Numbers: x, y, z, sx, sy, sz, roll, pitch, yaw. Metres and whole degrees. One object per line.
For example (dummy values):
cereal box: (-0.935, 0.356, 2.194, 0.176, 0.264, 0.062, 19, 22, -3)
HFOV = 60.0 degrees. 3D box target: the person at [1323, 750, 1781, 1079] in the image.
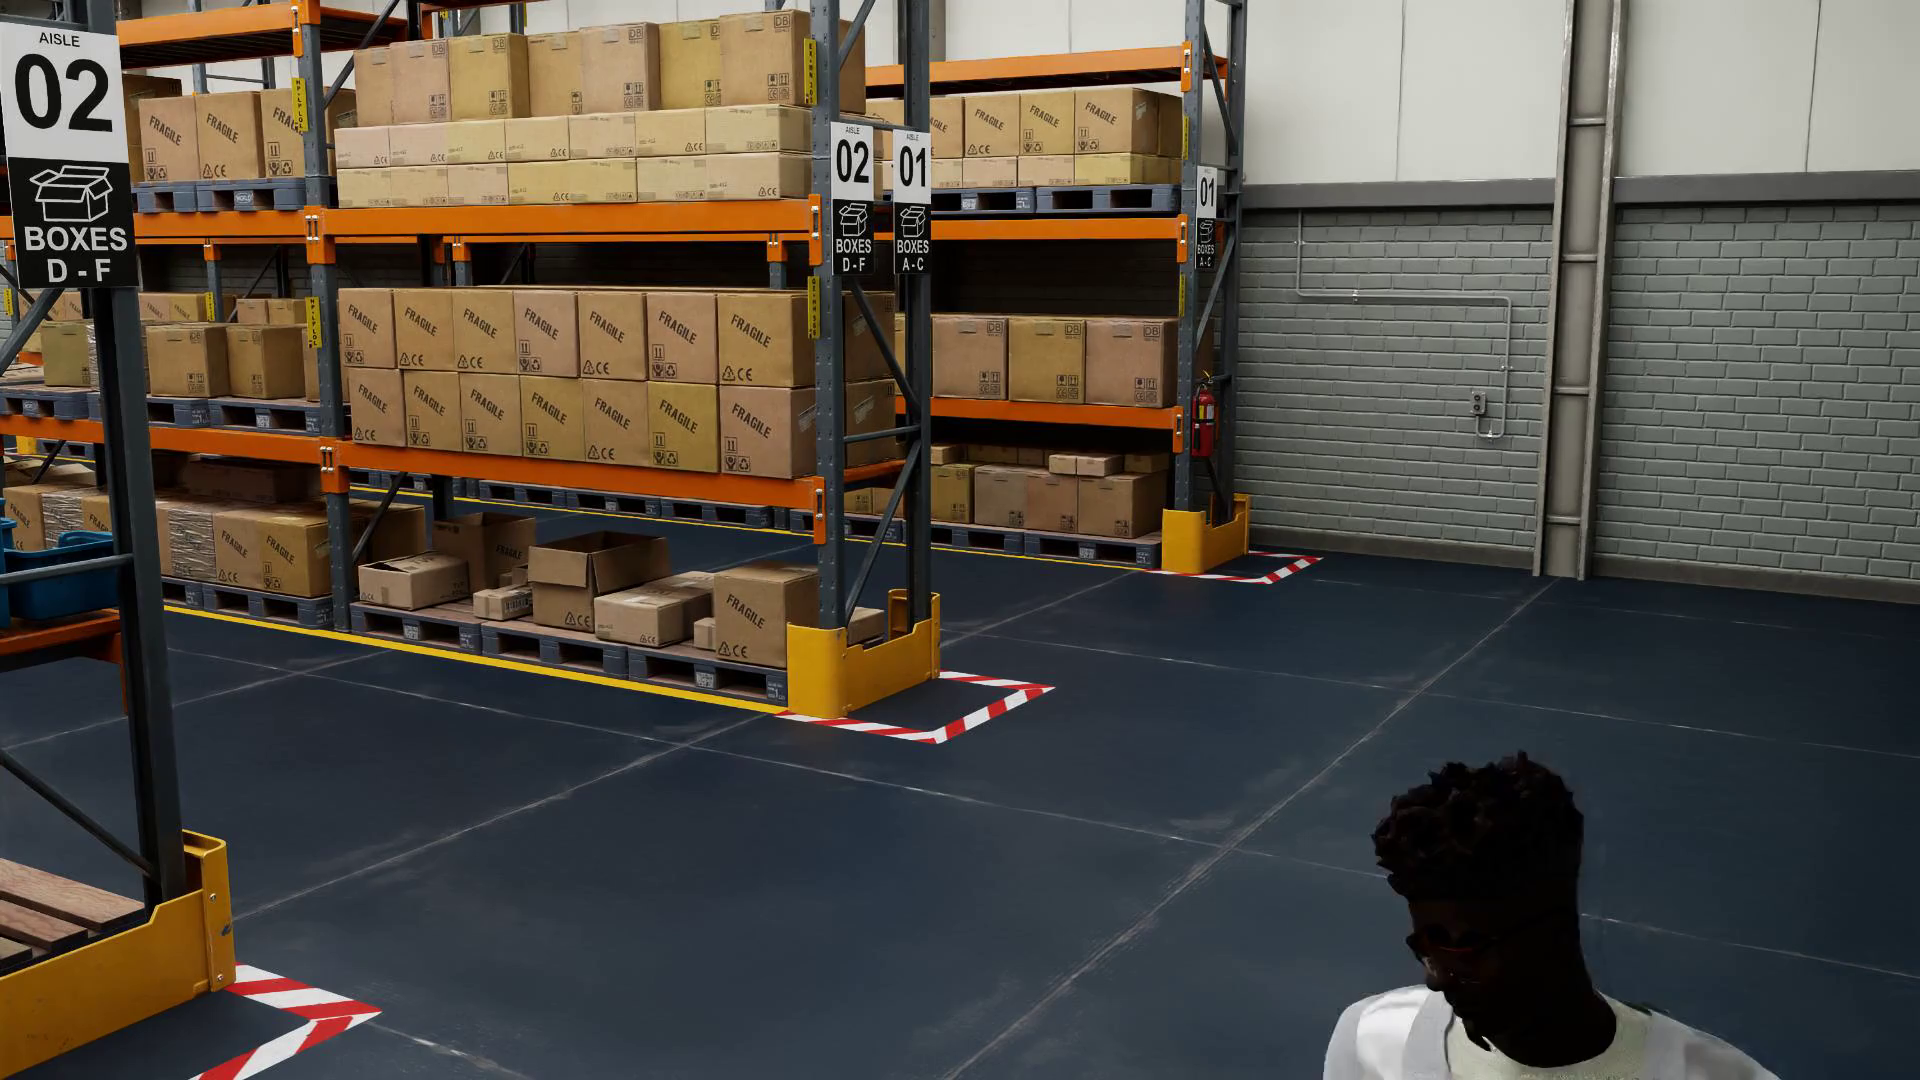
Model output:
person: (0.785, 1.216, 2.165, 0.686, 1.932, 0.420, 6, 11, 32)
